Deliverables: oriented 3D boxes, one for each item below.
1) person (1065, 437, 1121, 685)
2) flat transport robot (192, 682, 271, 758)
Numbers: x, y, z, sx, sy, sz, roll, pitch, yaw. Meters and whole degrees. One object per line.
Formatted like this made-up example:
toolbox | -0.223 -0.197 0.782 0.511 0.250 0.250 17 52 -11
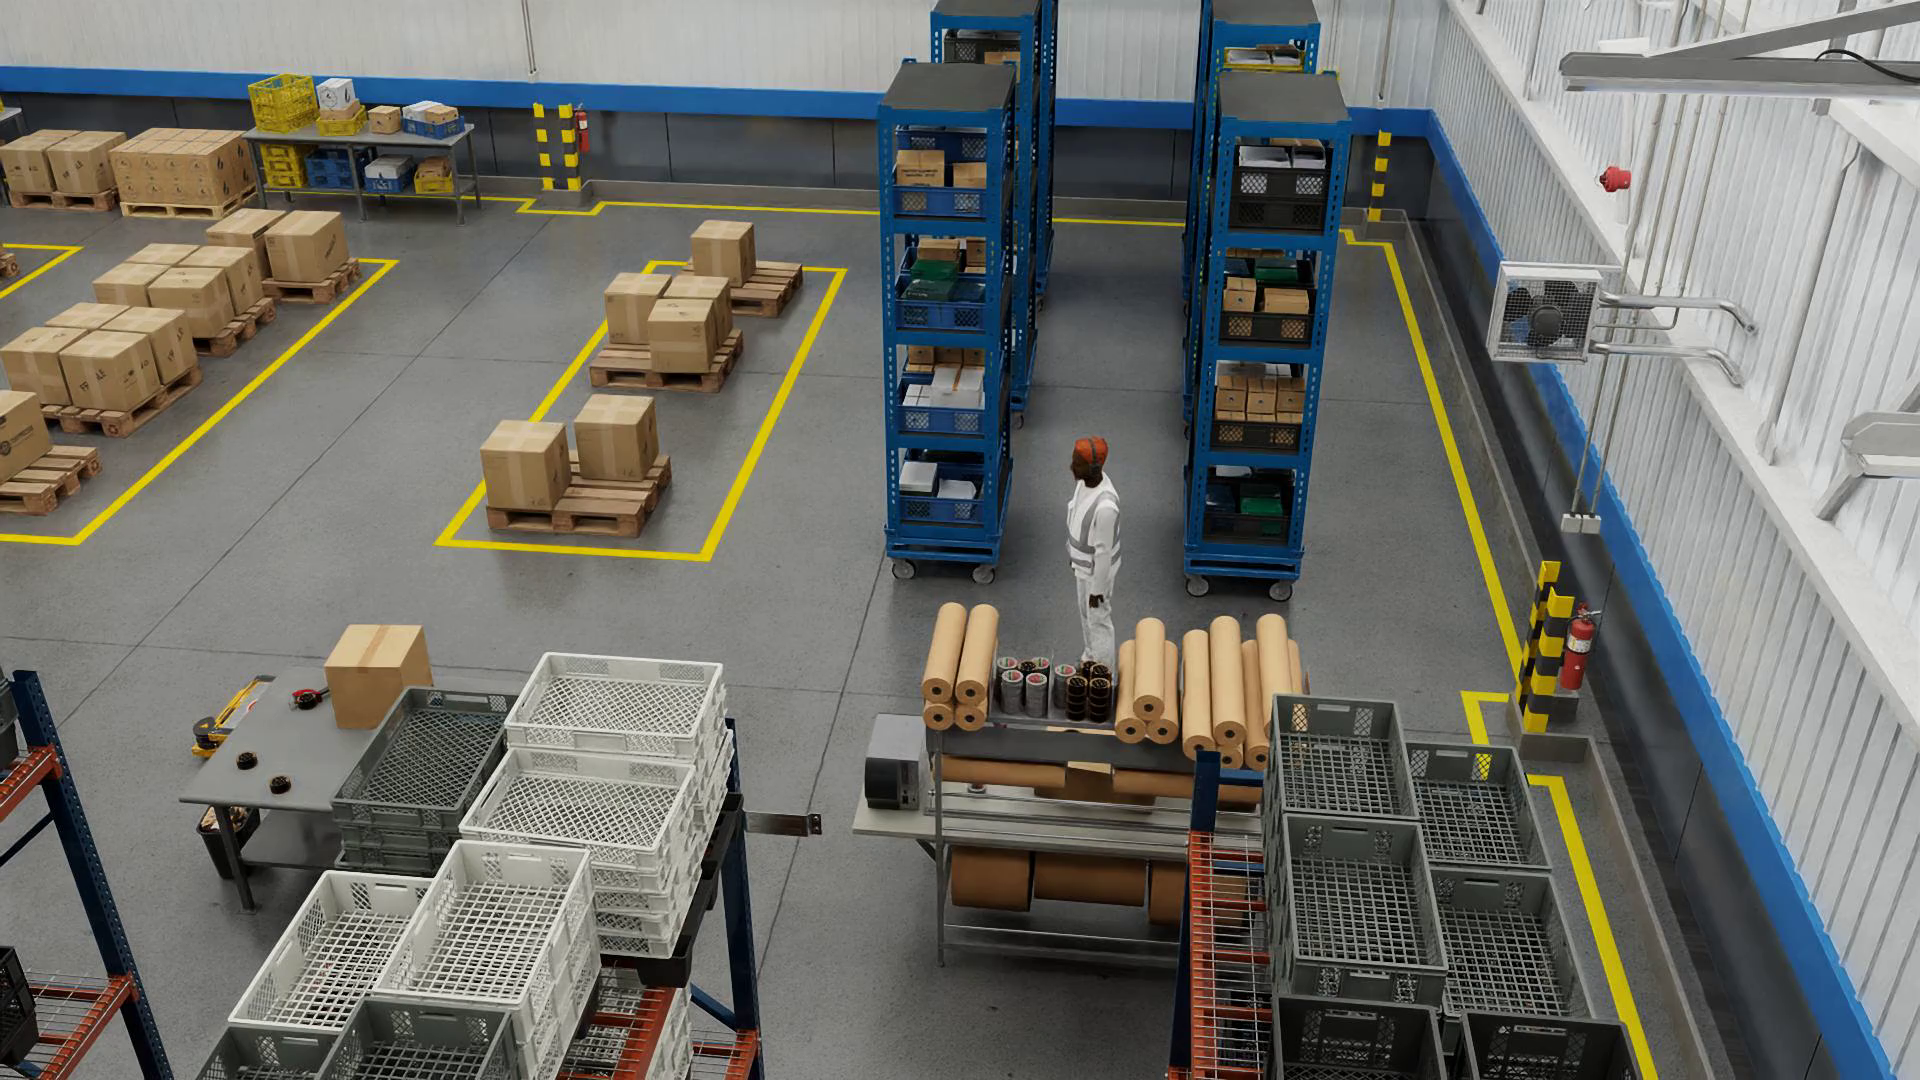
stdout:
person | 0.856 0.178 10.775 0.354 1.876 0.573 -5 31 -8
flat transport robot | -4.089 1.163 10.648 1.431 0.197 0.652 3 30 6
